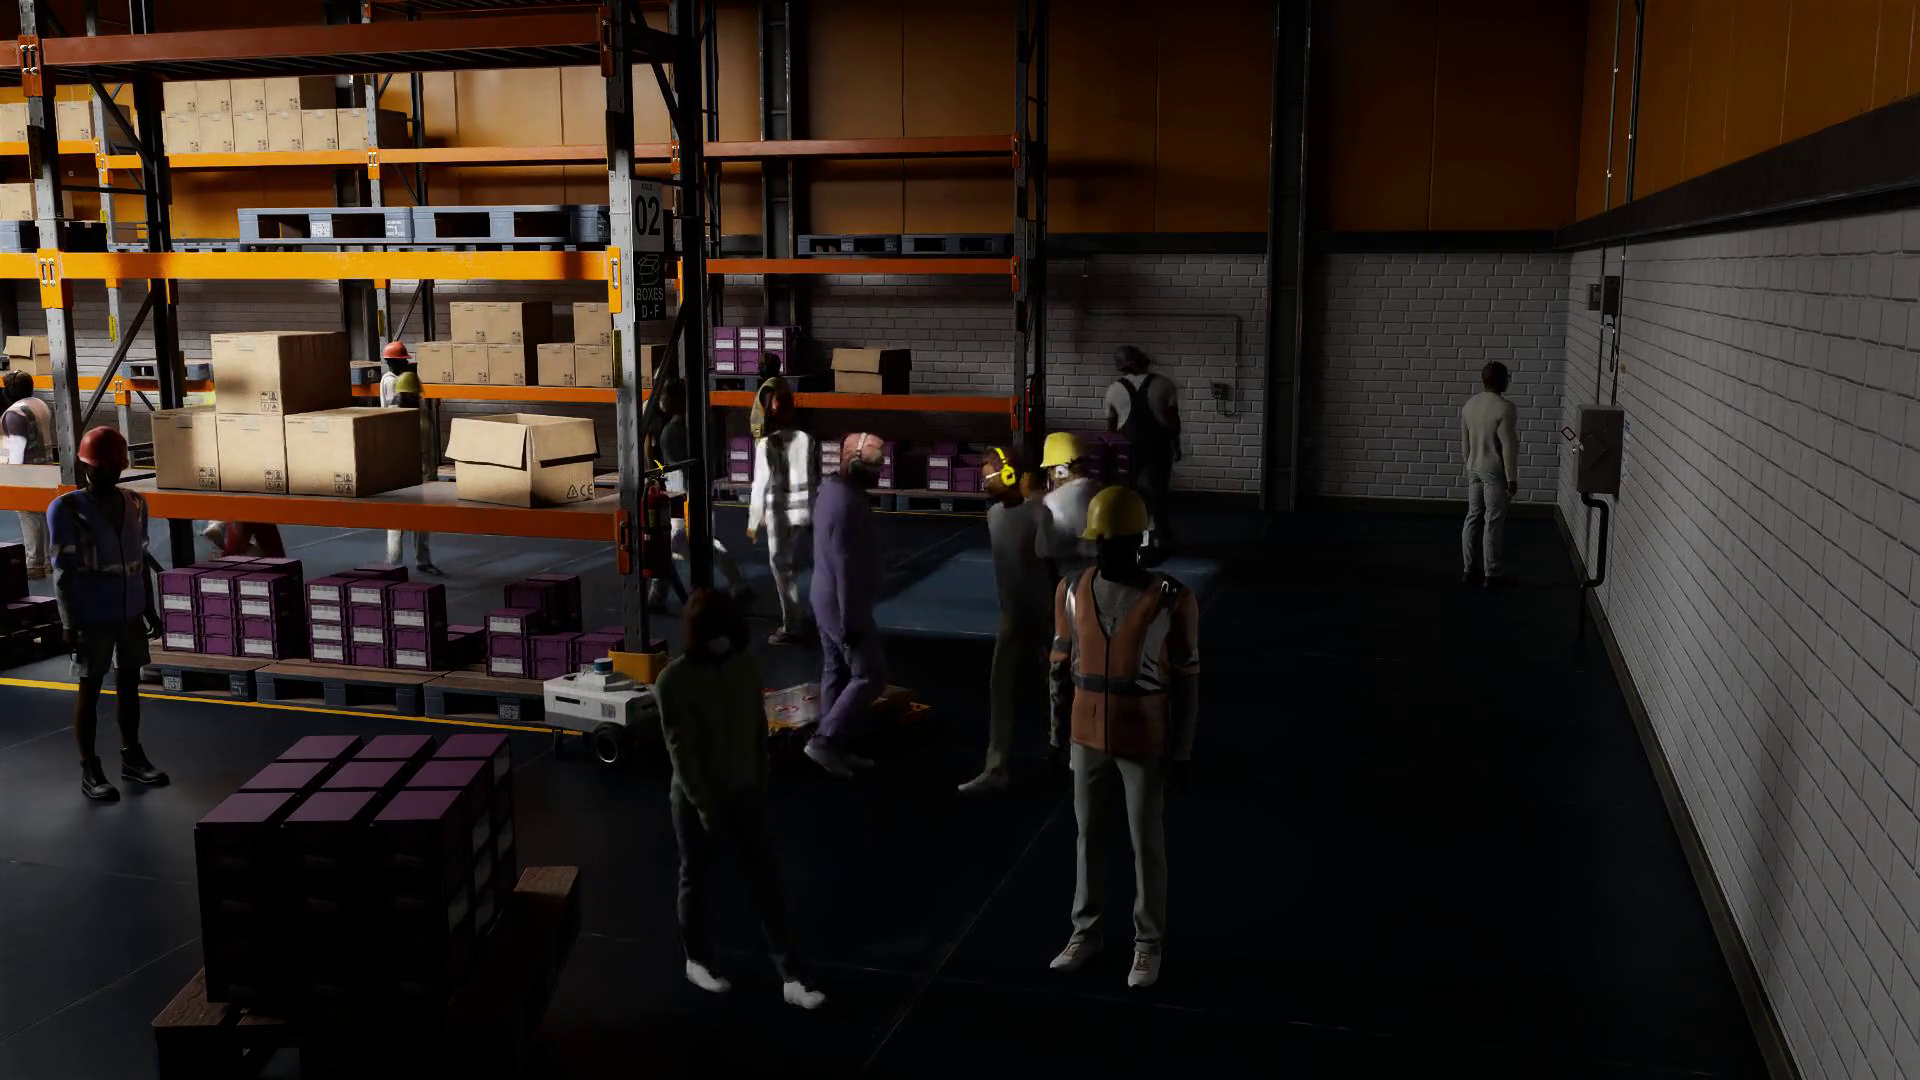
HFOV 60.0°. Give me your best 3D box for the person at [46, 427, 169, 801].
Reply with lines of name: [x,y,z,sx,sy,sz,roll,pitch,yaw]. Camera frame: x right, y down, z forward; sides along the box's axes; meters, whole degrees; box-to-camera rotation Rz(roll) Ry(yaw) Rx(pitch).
person: [-4.405,0.371,8.644,0.374,1.928,0.542,5,11,28]

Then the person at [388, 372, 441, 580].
person: [-4.843,-0.567,14.656,0.404,1.830,0.601,7,12,37]

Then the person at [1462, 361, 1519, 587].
person: [4.573,-0.567,14.331,0.372,1.940,0.631,-4,10,-23]

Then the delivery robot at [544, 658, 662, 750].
delivery robot: [-1.984,0.903,9.293,0.707,0.478,0.477,6,11,30]

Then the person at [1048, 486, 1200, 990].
person: [0.605,0.747,6.354,0.595,1.925,0.372,5,10,27]

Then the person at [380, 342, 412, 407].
person: [-6.107,-1.186,18.106,0.359,1.938,0.547,-4,10,-22]

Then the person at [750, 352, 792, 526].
person: [-2.012,-1.068,17.677,0.429,1.845,0.621,1,9,6]

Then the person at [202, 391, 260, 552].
person: [-7.018,-0.769,15.949,0.632,1.822,0.522,9,13,44]

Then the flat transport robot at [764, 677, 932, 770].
flat transport robot: [-0.860,1.030,9.669,0.652,0.197,1.431,7,12,37]

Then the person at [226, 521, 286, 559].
person: [-5.418,-0.177,12.601,0.894,1.726,0.538,2,10,14]

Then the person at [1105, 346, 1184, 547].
person: [1.843,-0.948,16.342,0.820,2.000,0.533,2,9,11]

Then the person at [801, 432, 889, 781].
person: [-0.585,0.361,8.836,0.403,1.881,0.687,-2,10,-15]

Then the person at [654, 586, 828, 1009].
person: [-0.843,0.959,6.060,0.494,1.595,0.768,-7,12,-38]

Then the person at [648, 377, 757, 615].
person: [-2.090,-0.327,13.013,0.976,1.904,0.639,3,10,18]

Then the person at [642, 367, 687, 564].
person: [-2.746,-0.692,15.384,0.329,1.842,0.509,4,10,21]

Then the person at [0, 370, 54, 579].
person: [-8.246,-0.575,14.679,0.429,1.844,0.622,-1,9,-8]

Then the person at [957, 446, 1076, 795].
person: [0.390,0.403,8.847,0.629,1.812,0.968,8,12,41]

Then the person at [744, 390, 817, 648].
person: [-1.315,-0.148,12.009,0.498,1.870,0.579,5,11,29]

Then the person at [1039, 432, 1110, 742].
person: [0.649,0.276,9.593,0.443,1.800,0.610,8,12,40]
